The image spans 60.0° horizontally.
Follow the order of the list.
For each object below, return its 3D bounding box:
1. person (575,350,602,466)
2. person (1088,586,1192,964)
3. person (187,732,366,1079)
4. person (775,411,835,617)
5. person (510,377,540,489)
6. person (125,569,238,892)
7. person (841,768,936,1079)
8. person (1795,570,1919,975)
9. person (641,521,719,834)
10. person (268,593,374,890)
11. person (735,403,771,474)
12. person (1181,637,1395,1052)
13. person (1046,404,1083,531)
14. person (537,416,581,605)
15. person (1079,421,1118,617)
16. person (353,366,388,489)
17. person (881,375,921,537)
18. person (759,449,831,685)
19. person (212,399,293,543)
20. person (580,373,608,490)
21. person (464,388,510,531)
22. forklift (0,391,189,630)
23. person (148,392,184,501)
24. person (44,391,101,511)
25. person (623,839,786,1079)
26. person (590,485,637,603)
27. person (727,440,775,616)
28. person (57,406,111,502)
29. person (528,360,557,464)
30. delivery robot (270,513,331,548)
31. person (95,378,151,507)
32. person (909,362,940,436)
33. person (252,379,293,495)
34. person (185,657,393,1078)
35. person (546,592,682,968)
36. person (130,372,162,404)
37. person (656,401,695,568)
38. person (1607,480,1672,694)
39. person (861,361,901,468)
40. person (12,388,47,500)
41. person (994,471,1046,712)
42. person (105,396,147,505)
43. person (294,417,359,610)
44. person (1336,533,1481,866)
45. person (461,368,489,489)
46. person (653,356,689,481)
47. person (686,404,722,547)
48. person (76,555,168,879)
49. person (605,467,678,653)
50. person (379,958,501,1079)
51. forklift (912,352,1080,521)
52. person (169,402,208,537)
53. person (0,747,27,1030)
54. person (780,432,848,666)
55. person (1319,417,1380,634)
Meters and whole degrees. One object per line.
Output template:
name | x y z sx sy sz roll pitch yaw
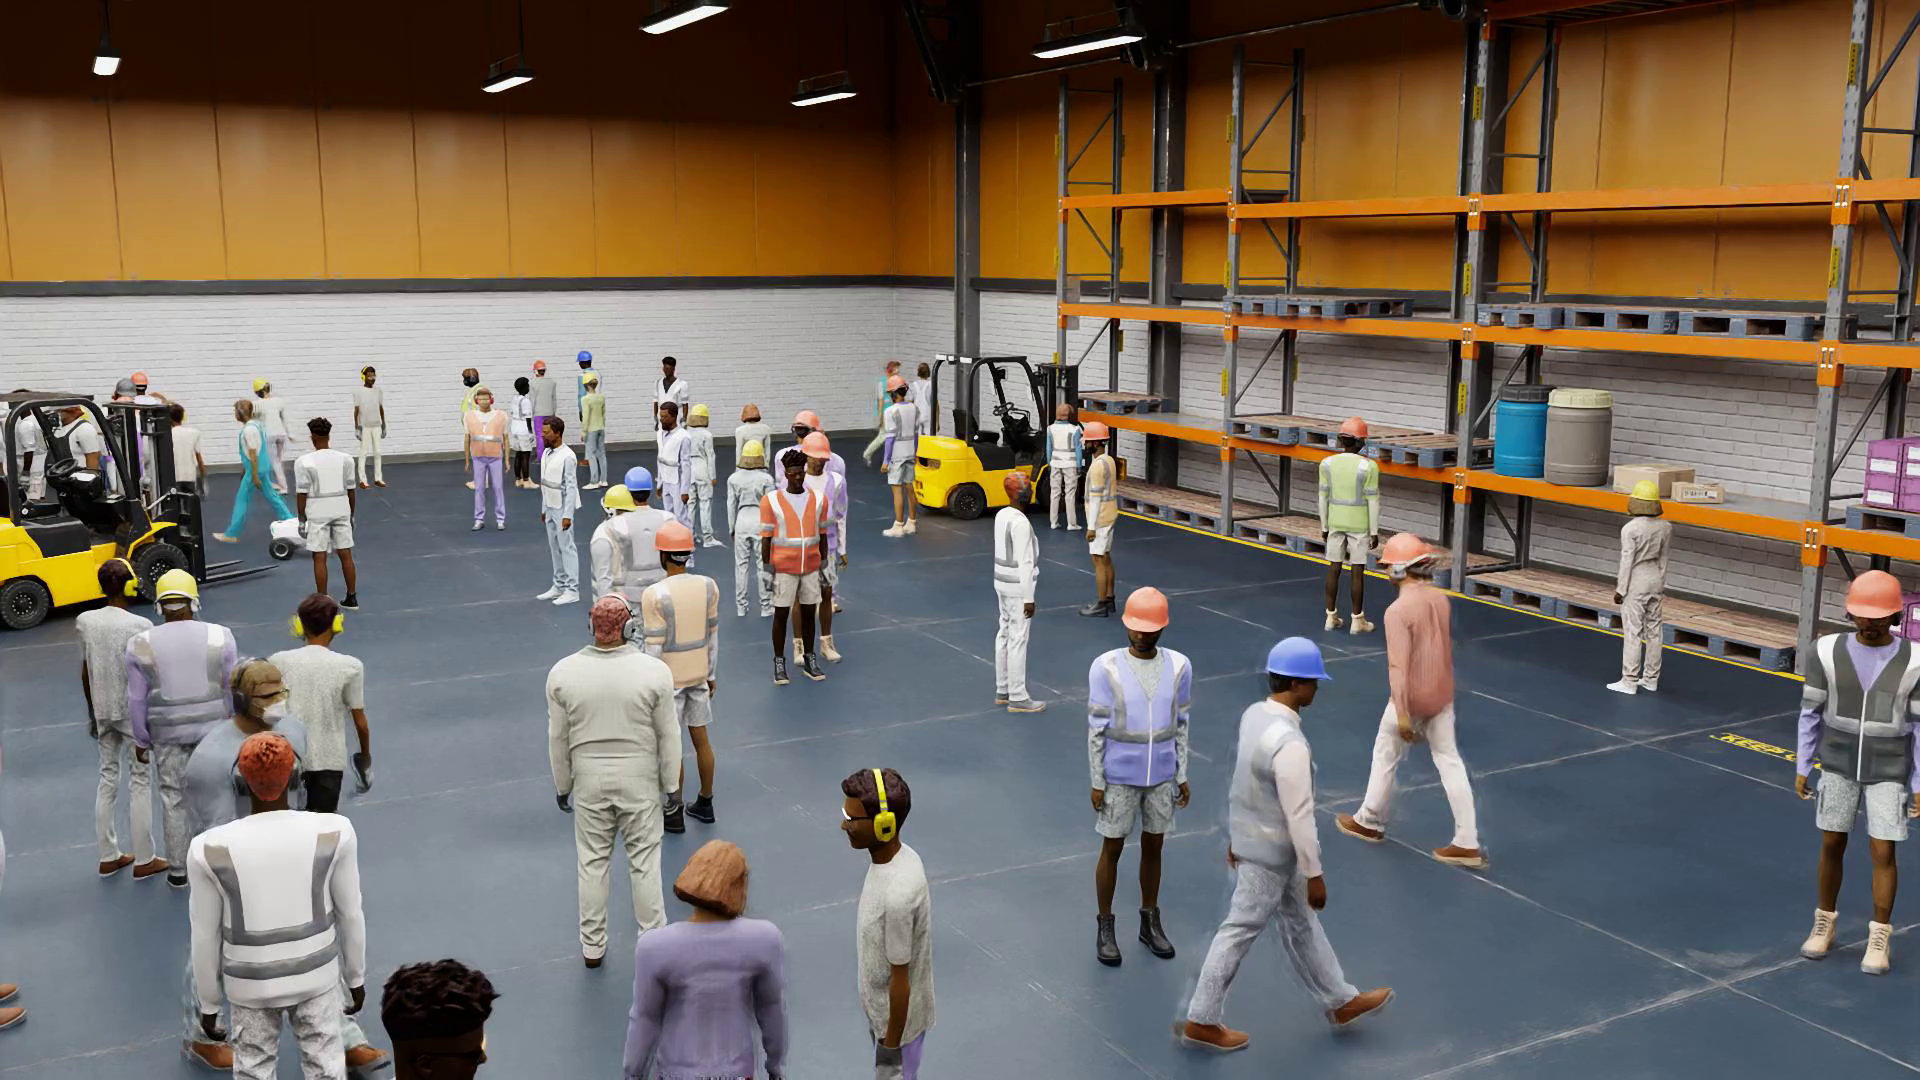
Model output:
person | -6.200 -2.195 27.804 0.416 1.939 0.604 4 10 20
person | 0.917 1.177 8.393 0.547 1.934 0.376 -3 10 -14
person | -2.455 1.616 6.039 0.581 1.879 0.344 -4 11 -24
person | -1.499 -0.251 16.333 0.605 2.033 0.392 2 10 11
person | -6.602 -1.617 25.160 0.321 1.697 0.529 -8 13 -39
person | -4.335 1.066 9.357 0.589 1.822 0.403 -4 11 -23
person | -0.247 1.682 5.718 0.326 1.858 0.508 -1 10 -6
person | 4.504 1.146 8.311 0.611 2.031 0.410 7 12 37
person | -1.750 0.843 10.306 0.357 1.936 0.551 9 13 42
person | -3.349 1.177 8.722 0.531 1.814 0.912 0 10 3
person | -2.677 -0.952 21.520 0.498 1.633 0.289 -7 12 -34
person | 1.481 1.369 7.430 1.040 1.875 0.652 0 10 -3
person | 1.343 -0.930 21.383 0.512 1.637 0.307 6 12 31
person | -4.095 -0.309 17.000 0.391 1.917 0.593 -8 13 -39
person | 1.349 -0.203 16.371 0.395 1.929 0.539 3 10 16
person | -8.938 -1.704 25.212 0.322 1.860 0.519 9 13 41
person | -0.769 -1.050 20.933 0.388 2.034 0.605 8 13 38
person | -1.364 0.214 13.843 0.612 1.965 0.362 -5 11 -25
person | -8.664 -0.839 20.477 1.013 1.792 0.517 -1 10 -8
person | -5.554 -1.640 25.118 0.322 1.759 0.535 5 11 25
person | -6.079 -1.038 21.404 0.571 1.841 0.376 -1 10 -8
forklift | -9.026 -0.363 16.508 1.214 2.155 2.313 6 11 29
person | -11.203 -1.282 23.464 0.395 1.606 0.539 -6 12 -33
person | -9.995 -0.668 18.707 0.687 2.000 0.535 7 12 34
person | -0.847 1.824 5.602 0.565 1.603 0.534 -3 10 -19
person | -2.619 0.473 12.799 0.403 1.817 0.601 1 10 7
person | -2.035 -0.116 16.385 0.494 1.743 0.308 2 10 10
person | -9.976 -0.604 18.940 0.602 1.830 0.404 -3 10 -18
person | -7.080 -2.162 28.132 0.335 1.749 0.576 8 13 38
delivery robot | -7.702 -0.115 19.530 0.707 0.478 0.477 -3 10 -15
person | -10.286 -1.006 20.652 0.535 2.000 0.673 6 11 30
person | -0.555 -1.871 26.196 0.507 1.846 0.343 3 10 18
person | -10.217 -1.520 24.555 0.734 1.718 0.550 6 12 33
person | -2.977 1.427 7.129 1.043 1.880 0.635 4 11 24
person | -1.710 1.202 8.329 0.651 1.907 0.409 0 10 -1
person | -11.215 -1.338 22.859 0.379 1.938 0.547 9 14 43
person | -3.216 -0.622 18.837 0.390 1.911 0.591 -8 13 -38
person | 5.529 0.381 13.527 0.485 1.744 0.295 -4 11 -23
person | -1.232 -2.021 27.163 0.804 1.815 0.597 7 12 33
person | -11.093 -0.830 19.852 0.367 1.967 0.606 -3 10 -17
person | 0.450 0.401 13.003 0.351 1.884 0.581 -3 10 -19
person | -9.538 -0.685 19.109 0.376 1.935 0.548 3 10 15
person | -6.288 -0.243 16.516 0.387 1.957 0.603 10 14 44
person | 2.716 0.934 9.836 0.591 1.937 0.993 -7 12 -35
person | -7.351 -1.698 25.259 0.429 1.829 0.646 -6 11 -29
person | -4.515 -1.885 25.933 0.607 1.965 0.367 3 10 18
person | -3.157 -0.784 20.256 0.483 1.736 0.312 6 11 29
person | -4.793 1.018 9.537 0.506 1.862 0.321 2 10 12
person | -2.432 0.407 12.787 0.605 1.949 0.384 -6 11 -31
person | -1.236 1.936 3.951 0.368 1.960 0.602 -4 10 -20
forklift | 0.460 -1.461 22.833 2.313 2.155 1.214 -5 11 -28
person | -9.138 -0.690 19.441 0.569 1.867 0.609 -9 14 -43
person | -4.572 1.309 7.670 0.357 1.929 0.628 -8 12 -38
person | -1.251 0.074 14.439 0.607 2.041 0.377 -5 11 -25
person | 3.666 -0.136 15.641 0.607 2.044 0.372 8 13 39
